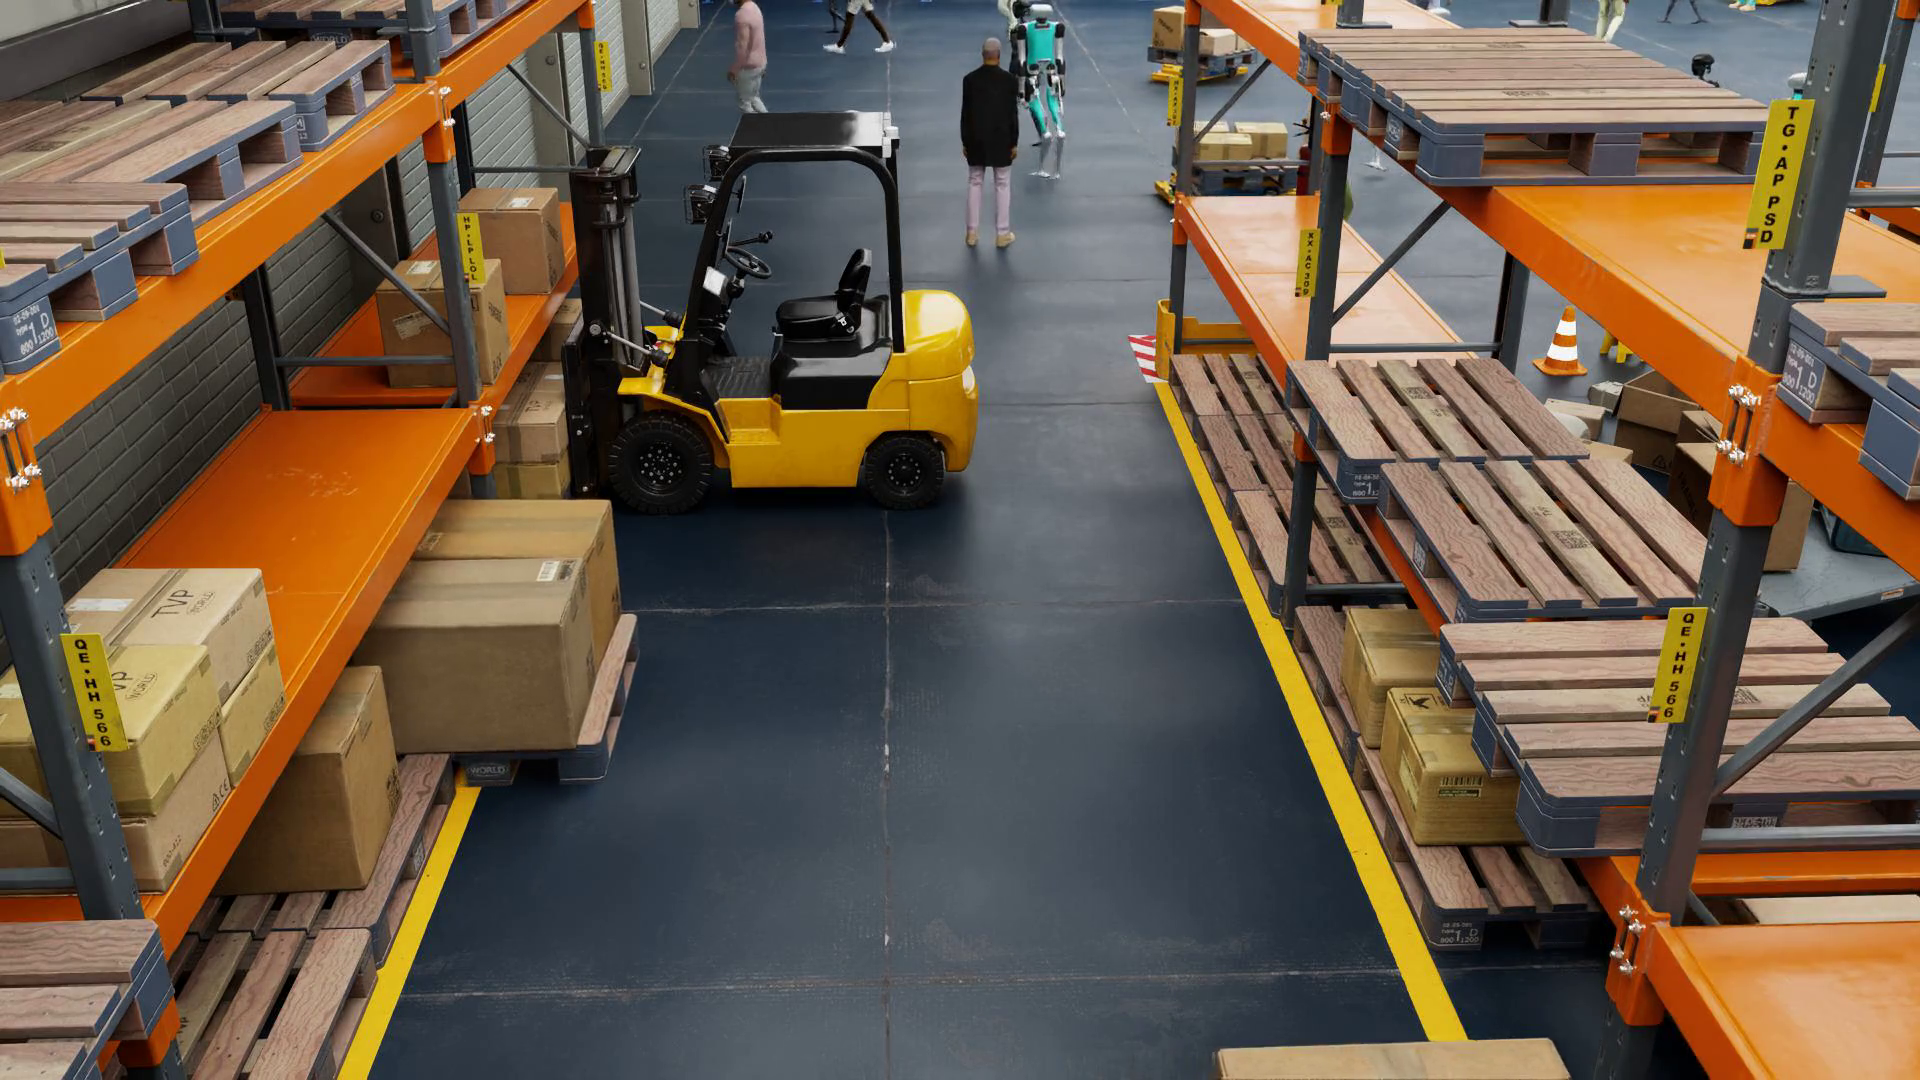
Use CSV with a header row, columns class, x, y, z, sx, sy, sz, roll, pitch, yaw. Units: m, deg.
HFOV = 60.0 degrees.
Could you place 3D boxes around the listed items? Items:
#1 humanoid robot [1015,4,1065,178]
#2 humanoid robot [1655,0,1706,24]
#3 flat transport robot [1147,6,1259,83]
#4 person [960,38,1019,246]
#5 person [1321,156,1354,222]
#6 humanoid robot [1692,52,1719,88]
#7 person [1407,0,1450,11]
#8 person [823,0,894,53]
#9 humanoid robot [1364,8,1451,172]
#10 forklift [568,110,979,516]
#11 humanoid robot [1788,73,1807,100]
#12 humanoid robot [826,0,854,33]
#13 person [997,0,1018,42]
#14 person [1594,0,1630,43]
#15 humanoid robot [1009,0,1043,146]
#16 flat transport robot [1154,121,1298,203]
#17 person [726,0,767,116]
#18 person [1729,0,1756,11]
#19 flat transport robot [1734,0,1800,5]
class,x,y,z,sx,sy,sz,roll,pitch,yaw
humanoid robot,0.911,-4.679,17.530,0.538,1.792,0.761,-7,26,-15
humanoid robot,12.141,-9.432,27.691,0.781,1.628,0.610,15,29,28
flat transport robot,3.358,-6.567,23.210,0.659,0.231,1.431,22,33,39
person,0.262,-3.599,15.095,0.543,1.840,0.398,4,26,8
person,3.259,-3.218,14.441,0.574,1.695,0.486,-5,26,-10
humanoid robot,6.887,-3.728,15.608,0.610,1.637,0.765,-11,28,-22
person,6.847,-7.950,24.347,0.661,1.792,0.872,6,26,12
person,-1.507,-8.229,24.925,1.088,1.813,0.549,-4,26,-7
humanoid robot,4.669,-4.692,17.543,1.022,1.732,0.540,-3,25,-7
forklift,-1.043,-1.379,9.976,2.313,2.155,1.214,-1,25,-2
humanoid robot,6.810,-3.107,14.162,0.978,1.735,0.539,18,31,33
humanoid robot,-1.934,-8.940,26.589,0.571,1.639,0.586,11,27,22
person,0.811,-8.732,26.069,0.575,1.736,0.516,9,27,18
person,9.633,-8.094,24.562,0.560,1.875,0.493,21,32,37
humanoid robot,0.682,-5.311,18.927,0.730,1.632,0.591,12,28,24
flat transport robot,2.762,-3.601,16.930,1.431,0.231,0.659,-4,26,-8
person,-2.340,-5.252,18.510,0.481,1.898,0.668,4,26,8
person,13.944,-10.289,29.166,0.384,1.917,0.490,-5,26,-11
flat transport robot,14.851,-9.951,30.377,1.431,0.231,0.659,-17,30,-32
